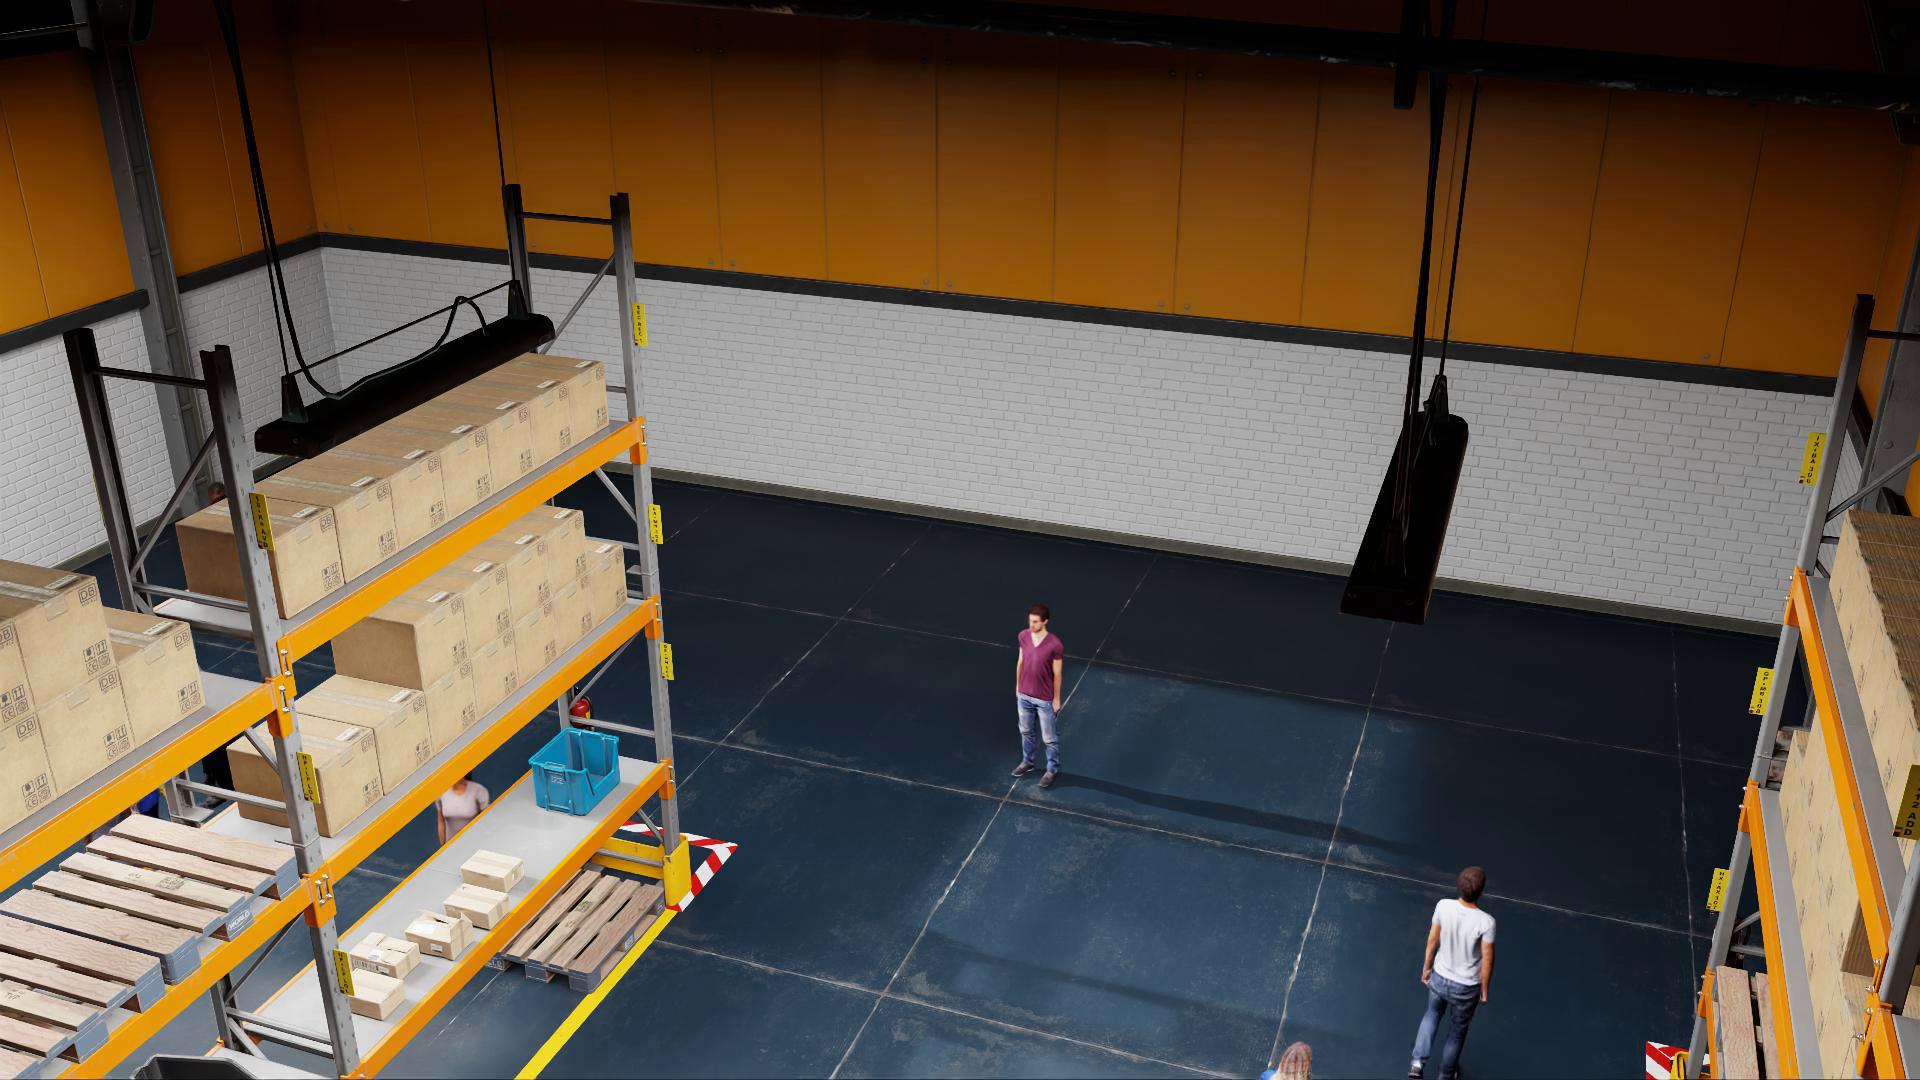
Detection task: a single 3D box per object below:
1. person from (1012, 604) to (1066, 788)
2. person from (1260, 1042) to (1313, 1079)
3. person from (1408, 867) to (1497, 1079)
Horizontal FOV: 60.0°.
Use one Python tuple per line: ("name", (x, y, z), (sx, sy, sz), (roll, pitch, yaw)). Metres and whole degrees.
("person", (0.747, 1.428, 15.671), (0.703, 1.848, 0.643), (17, 29, 33))
("person", (1.980, 3.885, 10.296), (0.927, 1.651, 1.246), (19, 30, 37))
("person", (3.461, 3.147, 11.725), (0.753, 1.859, 0.871), (17, 29, 34))
